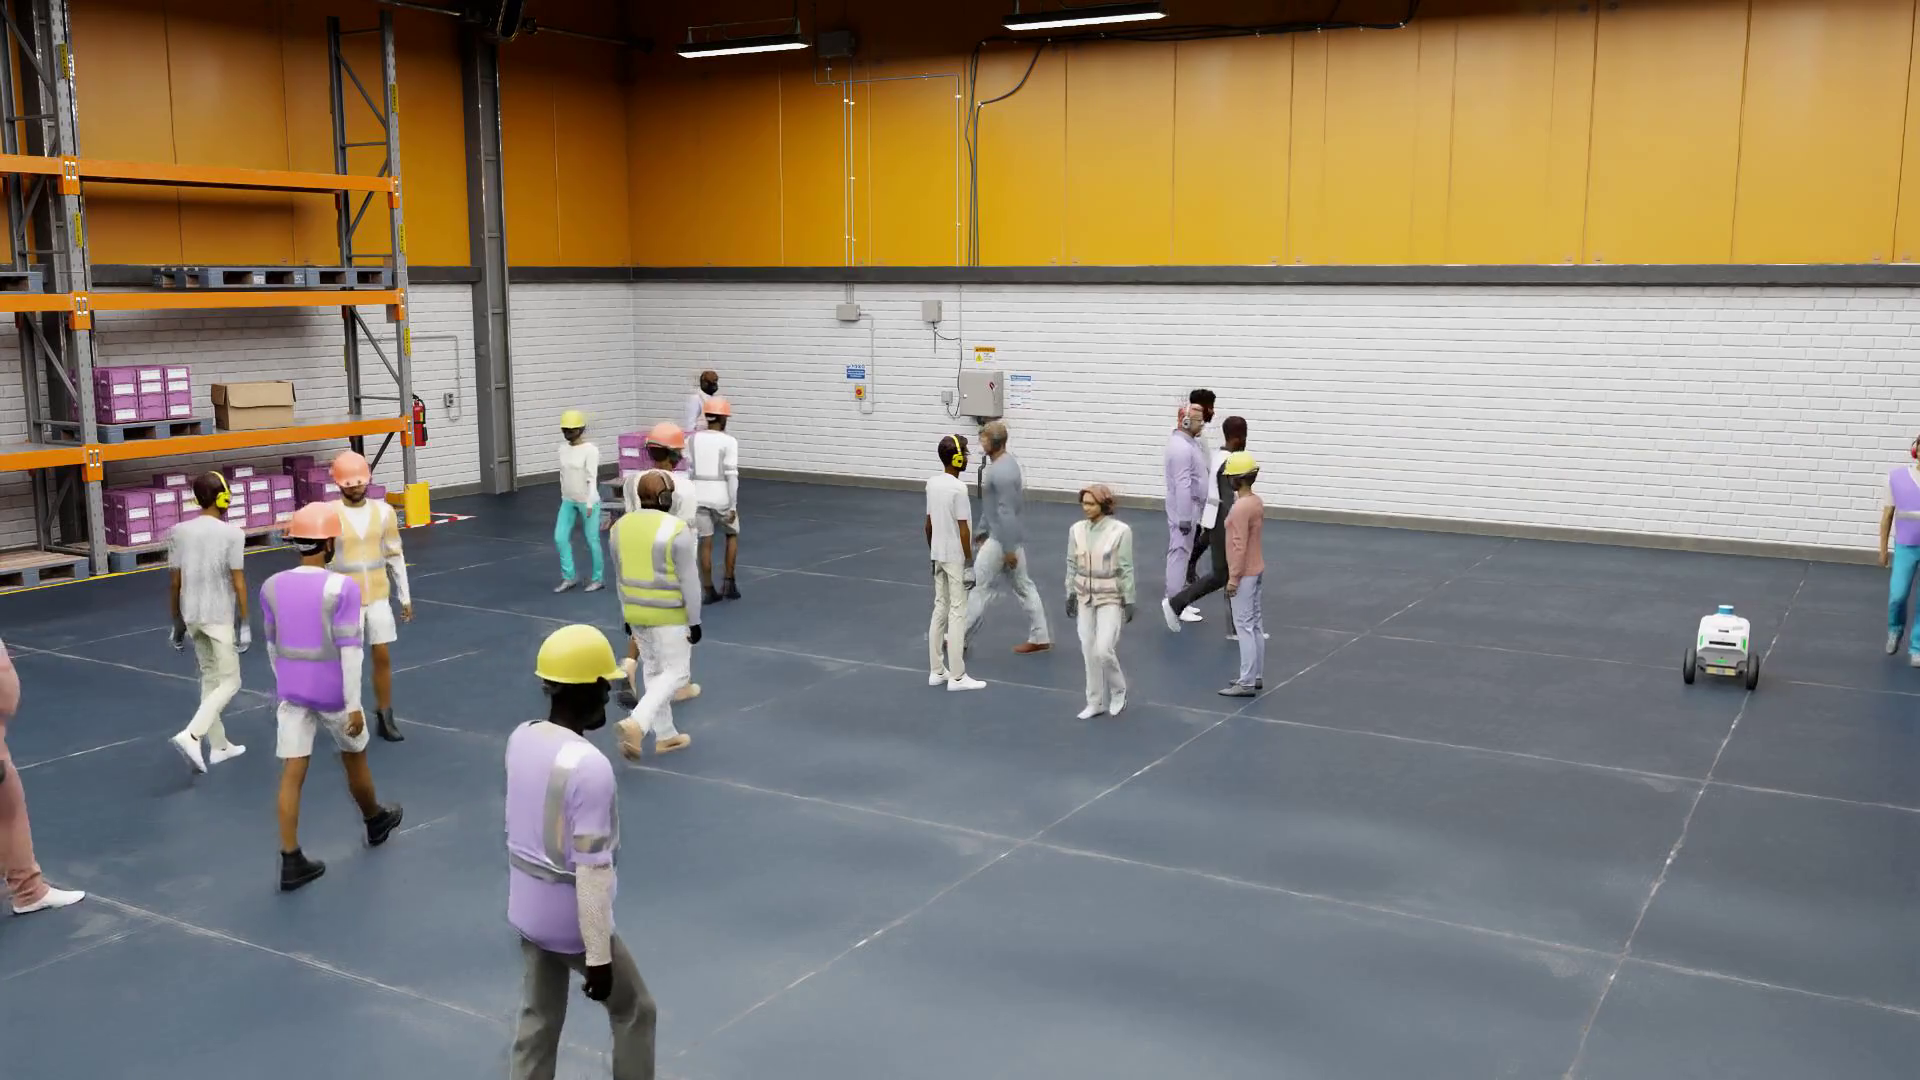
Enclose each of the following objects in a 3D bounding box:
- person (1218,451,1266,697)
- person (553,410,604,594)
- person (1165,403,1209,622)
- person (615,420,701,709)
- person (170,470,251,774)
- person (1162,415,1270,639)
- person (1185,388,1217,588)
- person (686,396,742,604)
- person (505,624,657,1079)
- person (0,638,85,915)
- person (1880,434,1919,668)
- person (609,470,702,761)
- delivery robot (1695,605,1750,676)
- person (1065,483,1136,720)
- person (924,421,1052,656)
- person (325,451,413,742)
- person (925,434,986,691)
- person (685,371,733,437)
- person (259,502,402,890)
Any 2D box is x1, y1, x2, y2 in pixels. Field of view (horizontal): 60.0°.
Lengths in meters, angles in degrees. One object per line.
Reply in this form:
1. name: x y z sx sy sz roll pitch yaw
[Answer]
1. person: 2.019 0.244 11.958 0.327 1.765 0.531 4 10 25
2. person: -3.635 -0.350 15.737 0.535 1.747 0.622 5 10 28
3. person: 1.991 -0.249 14.597 0.403 1.904 0.651 1 9 6
4. person: -2.091 0.188 11.514 0.624 2.026 0.784 4 10 24
5. person: -4.596 0.510 10.082 0.537 1.843 0.700 2 9 12
6. person: 2.139 -0.099 13.778 0.828 1.866 0.630 1 9 9
7. person: 2.261 -0.466 15.786 0.417 1.953 0.638 1 9 4
8. person: -2.248 -0.370 15.350 0.540 1.911 0.592 3 9 16
9. person: -1.187 1.207 5.503 0.786 1.900 0.610 -8 12 -43
10. person: -4.567 0.894 7.565 0.900 1.874 0.653 -8 12 -41
11. person: 7.427 0.070 12.847 0.564 1.831 0.431 4 10 25
12. person: -1.924 0.485 10.311 0.636 1.818 0.684 6 11 32
13. delivery robot: 5.689 0.731 12.389 0.477 0.478 0.707 4 10 26
14. person: 0.928 0.426 11.243 0.543 1.622 0.375 8 12 40
15. person: 0.253 0.001 13.100 1.031 1.880 0.654 1 9 5
16. person: -3.864 0.367 10.768 0.638 1.915 0.533 -8 12 -39
17. person: -0.051 0.160 12.147 0.328 1.874 0.521 -6 11 -34
18. person: -3.110 -1.219 20.945 0.745 1.814 0.656 4 10 22
19. person: -3.228 0.743 8.459 0.569 1.882 0.976 2 9 10
